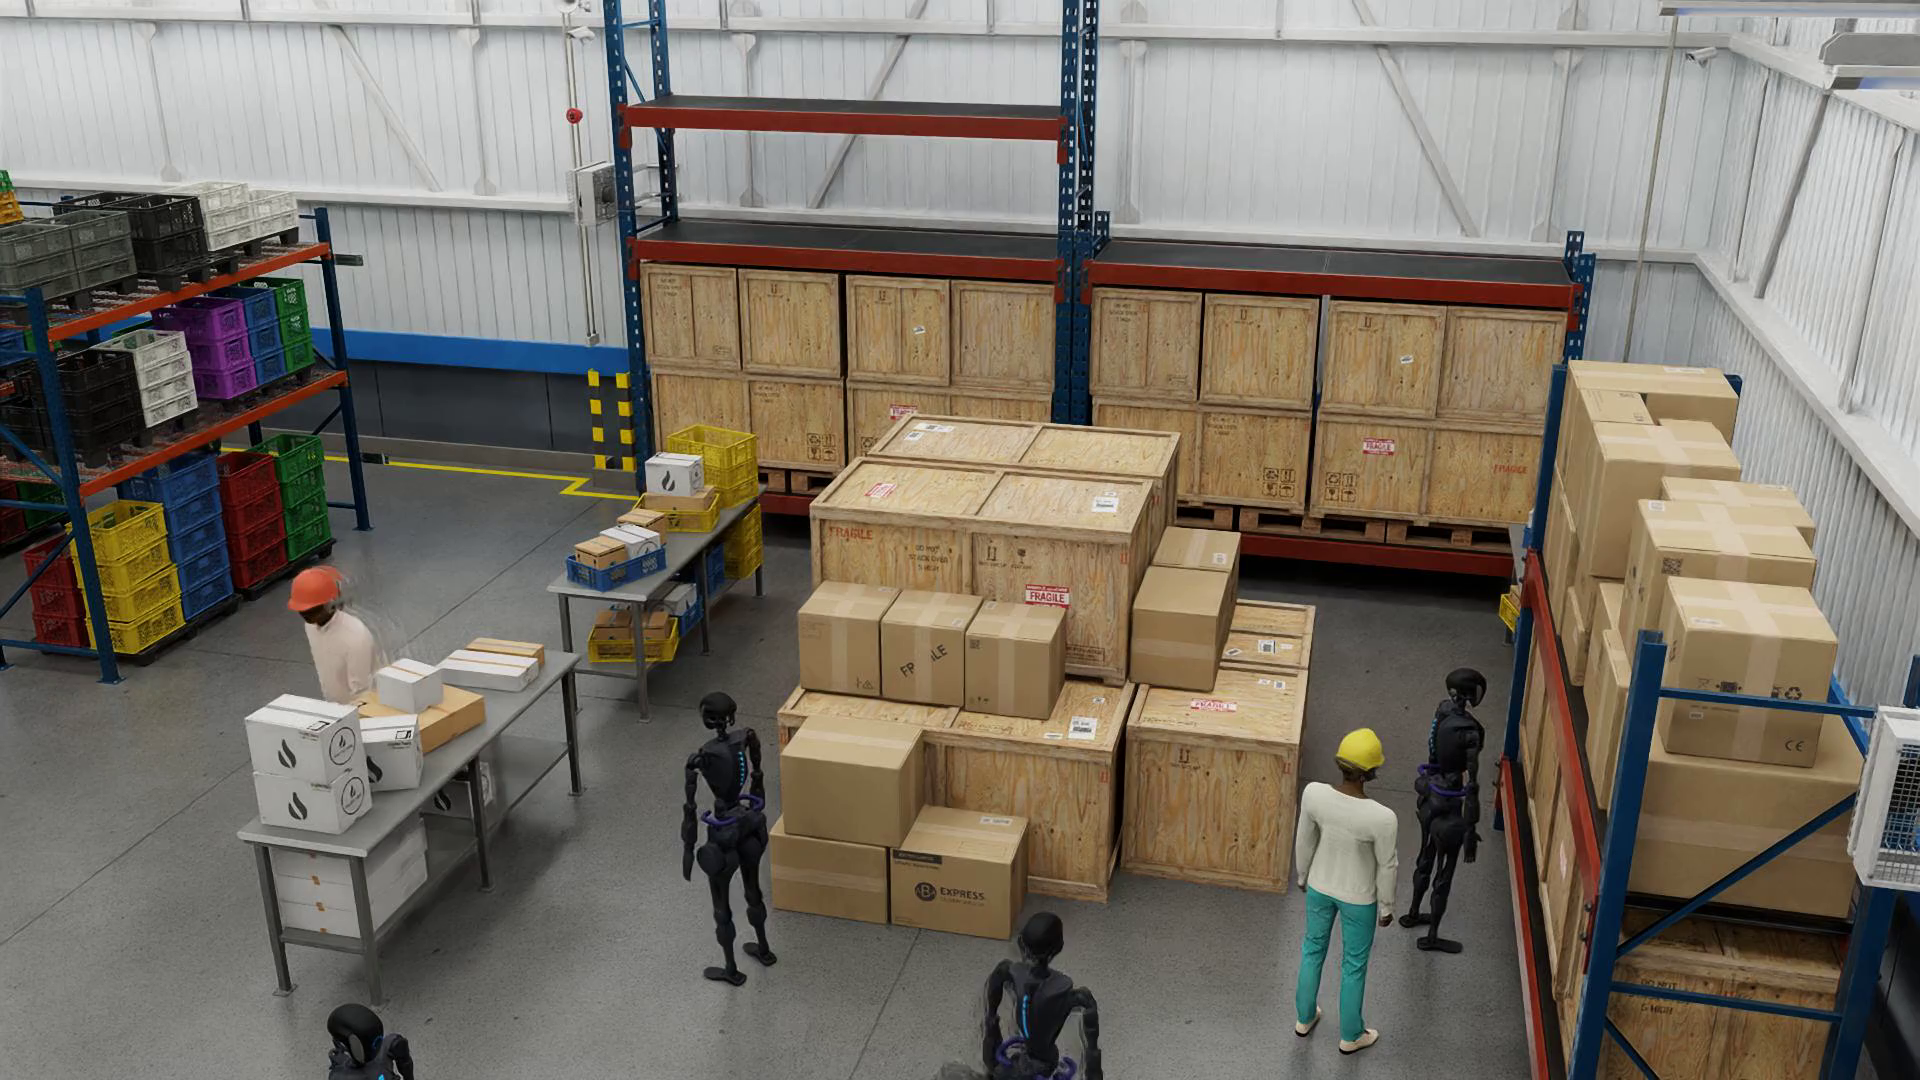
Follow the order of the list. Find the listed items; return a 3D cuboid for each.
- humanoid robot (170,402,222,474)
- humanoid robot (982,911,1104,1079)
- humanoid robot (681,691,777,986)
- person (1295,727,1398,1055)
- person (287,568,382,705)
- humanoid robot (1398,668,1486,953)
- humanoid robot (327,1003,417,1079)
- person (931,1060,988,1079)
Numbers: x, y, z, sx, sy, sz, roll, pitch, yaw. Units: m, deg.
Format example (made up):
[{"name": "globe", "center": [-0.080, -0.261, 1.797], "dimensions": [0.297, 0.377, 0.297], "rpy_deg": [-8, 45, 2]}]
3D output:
[{"name": "humanoid robot", "center": [-7.043, -0.867, 15.374], "dimensions": [0.569, 1.635, 0.672], "rpy_deg": [3, 21, 7]}, {"name": "humanoid robot", "center": [0.312, 2.330, 6.974], "dimensions": [0.589, 1.651, 0.447], "rpy_deg": [15, 25, 33]}, {"name": "humanoid robot", "center": [-1.230, 1.574, 8.945], "dimensions": [0.349, 1.650, 0.570], "rpy_deg": [16, 26, 36]}, {"name": "person", "center": [1.940, 1.753, 8.363], "dimensions": [0.534, 1.765, 0.318], "rpy_deg": [16, 26, 36]}, {"name": "person", "center": [-3.645, 0.973, 10.213], "dimensions": [0.585, 1.912, 1.062], "rpy_deg": [10, 23, 25]}, {"name": "humanoid robot", "center": [2.700, 1.467, 9.214], "dimensions": [0.324, 1.657, 0.598], "rpy_deg": [-2, 21, -6]}, {"name": "humanoid robot", "center": [-2.262, 2.507, 6.512], "dimensions": [0.328, 1.652, 0.566], "rpy_deg": [7, 22, 17]}, {"name": "person", "center": [-0.014, 2.638, 5.666], "dimensions": [0.699, 2.000, 0.614], "rpy_deg": [-18, 27, -39]}]
